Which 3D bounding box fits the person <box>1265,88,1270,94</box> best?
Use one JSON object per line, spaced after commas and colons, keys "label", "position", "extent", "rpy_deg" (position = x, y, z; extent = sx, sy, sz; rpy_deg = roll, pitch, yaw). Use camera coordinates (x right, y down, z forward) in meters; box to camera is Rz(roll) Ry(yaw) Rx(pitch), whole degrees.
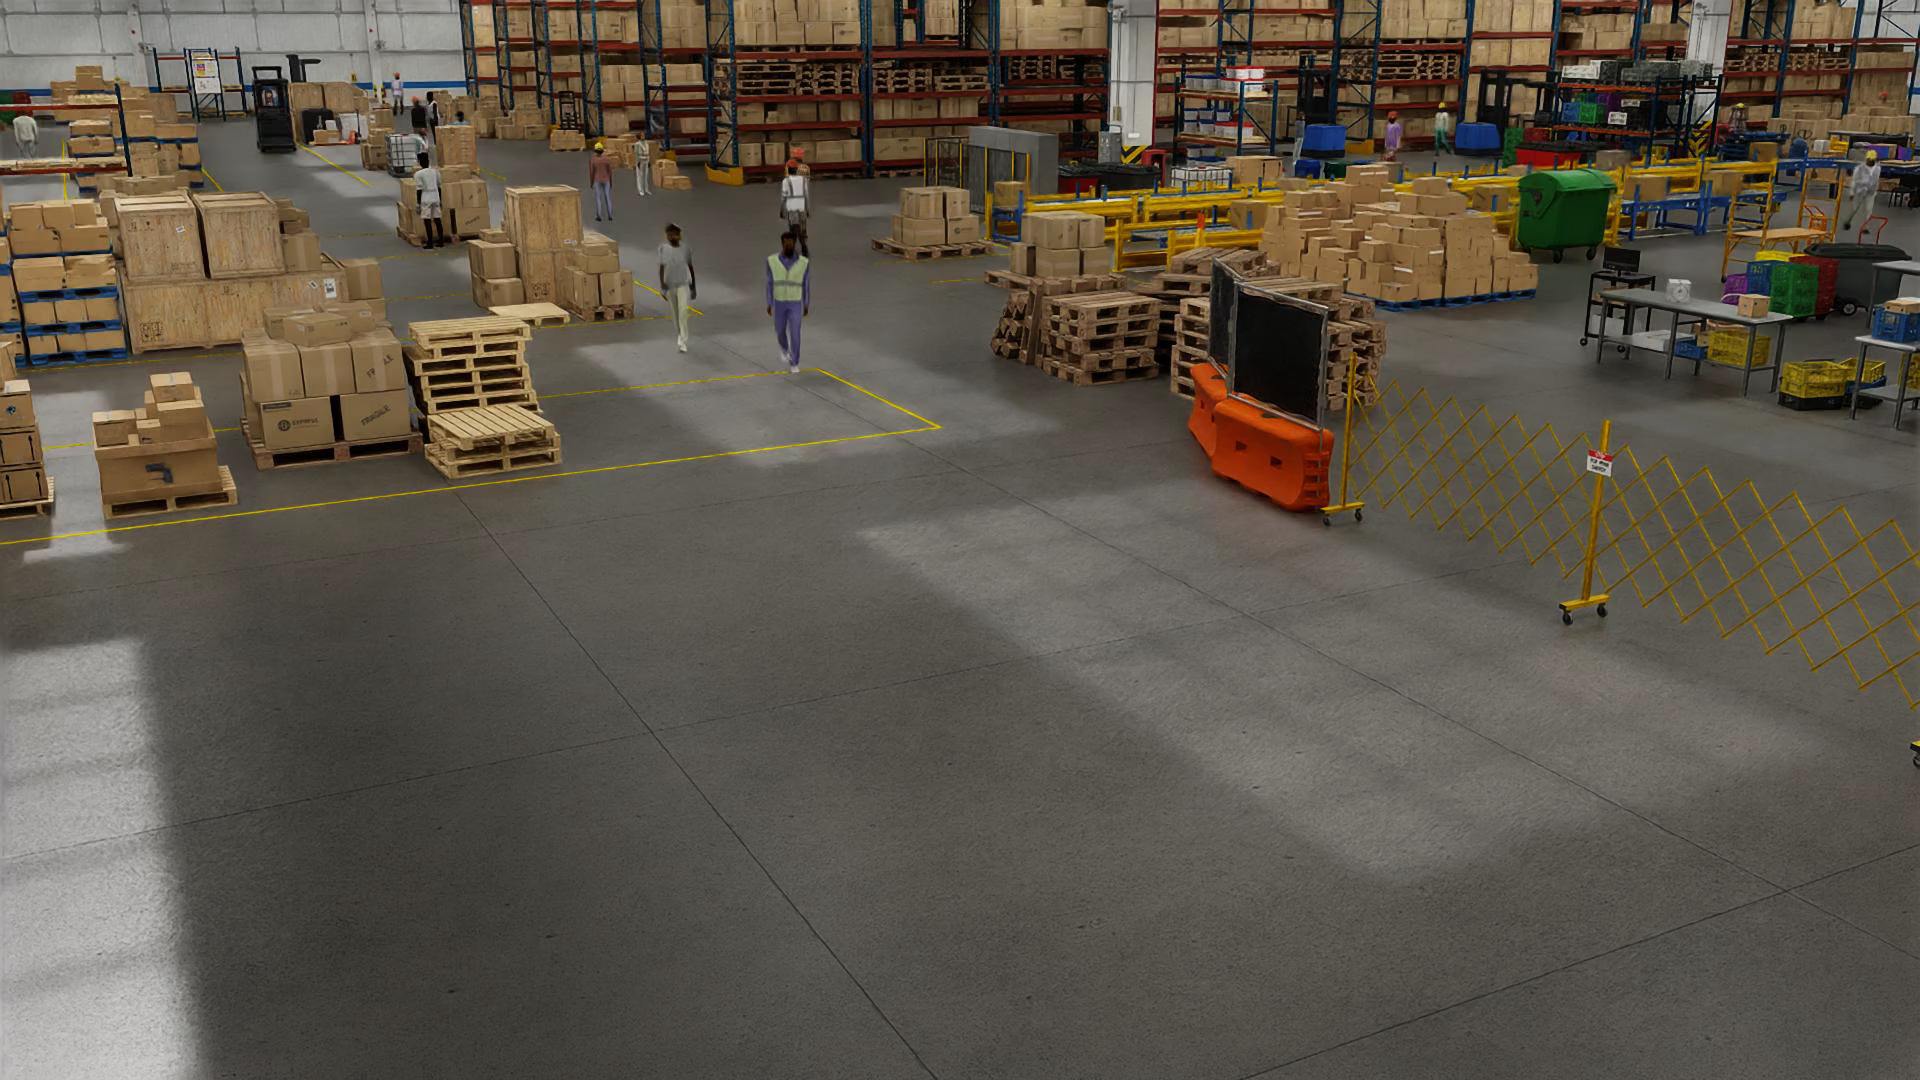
{"label": "person", "position": [12.121, -17.005, 65.757], "extent": [0.540, 1.695, 0.317], "rpy_deg": [-15, 23, -38]}

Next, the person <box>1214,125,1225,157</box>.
{"label": "person", "position": [7.273, -10.984, 47.139], "extent": [0.816, 1.597, 0.500], "rpy_deg": [-13, 22, -35]}

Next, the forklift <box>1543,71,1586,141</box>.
{"label": "forklift", "position": [18.685, -13.231, 52.085], "extent": [1.873, 2.768, 1.129], "rpy_deg": [-9, 20, -26]}

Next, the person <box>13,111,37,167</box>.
{"label": "person", "position": [-27.838, -11.912, 49.524], "extent": [0.836, 1.911, 0.660], "rpy_deg": [15, 23, 39]}

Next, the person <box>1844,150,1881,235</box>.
{"label": "person", "position": [19.730, -7.619, 36.333], "extent": [0.602, 1.806, 0.839], "rpy_deg": [1, 18, 2]}

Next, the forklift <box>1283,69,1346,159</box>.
{"label": "forklift", "position": [11.615, -13.871, 54.079], "extent": [1.129, 2.768, 1.873], "rpy_deg": [-9, 20, -27]}

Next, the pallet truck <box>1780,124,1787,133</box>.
{"label": "pallet truck", "position": [25.206, -12.542, 52.601], "extent": [1.601, 1.201, 0.680], "rpy_deg": [0, 18, -2]}

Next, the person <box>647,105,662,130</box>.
{"label": "person", "position": [-11.501, -15.974, 62.324], "extent": [0.586, 1.832, 0.623], "rpy_deg": [-7, 19, -20]}

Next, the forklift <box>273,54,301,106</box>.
{"label": "forklift", "position": [-28.179, -19.172, 70.605], "extent": [1.873, 2.768, 1.129], "rpy_deg": [-9, 20, -26]}

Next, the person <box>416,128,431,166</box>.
{"label": "person", "position": [-14.699, -10.497, 45.634], "extent": [0.790, 1.588, 0.533], "rpy_deg": [5, 18, 15]}

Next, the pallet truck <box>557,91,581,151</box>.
{"label": "pallet truck", "position": [-13.495, -14.412, 57.188], "extent": [0.823, 1.965, 1.885], "rpy_deg": [-3, 18, -9]}

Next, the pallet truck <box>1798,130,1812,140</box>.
{"label": "pallet truck", "position": [25.526, -11.556, 49.408], "extent": [1.630, 1.274, 0.653], "rpy_deg": [-9, 20, -26]}

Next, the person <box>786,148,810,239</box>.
{"label": "person", "position": [-3.474, -7.440, 35.601], "extent": [0.548, 1.912, 0.803], "rpy_deg": [-6, 19, -18]}

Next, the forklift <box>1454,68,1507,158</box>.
{"label": "forklift", "position": [17.336, -14.011, 54.515], "extent": [1.873, 2.768, 1.129], "rpy_deg": [-9, 20, -26]}

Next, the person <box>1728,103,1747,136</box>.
{"label": "person", "position": [25.638, -13.553, 54.940], "extent": [0.779, 1.735, 0.538], "rpy_deg": [-17, 24, -42]}

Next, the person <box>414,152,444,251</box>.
{"label": "person", "position": [-10.768, -6.860, 33.708], "extent": [0.380, 1.958, 0.603], "rpy_deg": [13, 22, 35]}

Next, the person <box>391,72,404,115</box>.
{"label": "person", "position": [-25.659, -20.352, 75.861], "extent": [0.560, 1.915, 0.849], "rpy_deg": [-1, 18, -2]}

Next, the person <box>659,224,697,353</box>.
{"label": "person", "position": [-4.055, -3.637, 23.916], "extent": [0.486, 1.813, 1.025], "rpy_deg": [0, 18, -1]}

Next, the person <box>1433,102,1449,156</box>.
{"label": "person", "position": [15.943, -13.583, 54.996], "extent": [0.517, 1.757, 0.529], "rpy_deg": [-12, 21, -32]}

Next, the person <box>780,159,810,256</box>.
{"label": "person", "position": [-3.262, -6.582, 32.975], "extent": [0.557, 1.885, 1.045], "rpy_deg": [-12, 21, -33]}

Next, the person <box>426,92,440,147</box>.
{"label": "person", "position": [-18.545, -14.824, 58.618], "extent": [0.390, 1.912, 0.589], "rpy_deg": [-13, 22, -35]}

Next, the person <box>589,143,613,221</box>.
{"label": "person", "position": [-8.278, -8.257, 38.372], "extent": [0.522, 1.769, 0.311], "rpy_deg": [-7, 19, -22]}

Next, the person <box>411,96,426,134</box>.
{"label": "person", "position": [-17.786, -13.570, 54.593], "extent": [0.522, 1.973, 0.635], "rpy_deg": [11, 21, 32]}

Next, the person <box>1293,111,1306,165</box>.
{"label": "person", "position": [10.620, -12.560, 52.000], "extent": [0.280, 1.634, 0.498], "rpy_deg": [16, 24, 41]}

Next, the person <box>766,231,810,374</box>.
{"label": "person", "position": [-2.320, -3.247, 22.531], "extent": [0.597, 1.904, 0.691], "rpy_deg": [-1, 18, -3]}

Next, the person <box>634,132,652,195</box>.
{"label": "person", "position": [-8.327, -9.888, 43.666], "extent": [0.314, 1.637, 0.514], "rpy_deg": [10, 20, 28]}

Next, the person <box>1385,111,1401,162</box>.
{"label": "person", "position": [12.483, -11.373, 47.857], "extent": [0.727, 1.918, 0.548], "rpy_deg": [-9, 20, -25]}

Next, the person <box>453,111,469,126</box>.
{"label": "person", "position": [-15.359, -12.389, 51.393], "extent": [0.539, 1.677, 0.502], "rpy_deg": [-14, 22, -36]}

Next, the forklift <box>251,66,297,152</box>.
{"label": "forklift", "position": [-23.496, -14.721, 56.728], "extent": [1.129, 2.768, 1.873], "rpy_deg": [-9, 20, -26]}

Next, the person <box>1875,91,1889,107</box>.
{"label": "person", "position": [31.638, -14.404, 57.184], "extent": [0.472, 1.976, 0.632], "rpy_deg": [8, 19, 23]}
